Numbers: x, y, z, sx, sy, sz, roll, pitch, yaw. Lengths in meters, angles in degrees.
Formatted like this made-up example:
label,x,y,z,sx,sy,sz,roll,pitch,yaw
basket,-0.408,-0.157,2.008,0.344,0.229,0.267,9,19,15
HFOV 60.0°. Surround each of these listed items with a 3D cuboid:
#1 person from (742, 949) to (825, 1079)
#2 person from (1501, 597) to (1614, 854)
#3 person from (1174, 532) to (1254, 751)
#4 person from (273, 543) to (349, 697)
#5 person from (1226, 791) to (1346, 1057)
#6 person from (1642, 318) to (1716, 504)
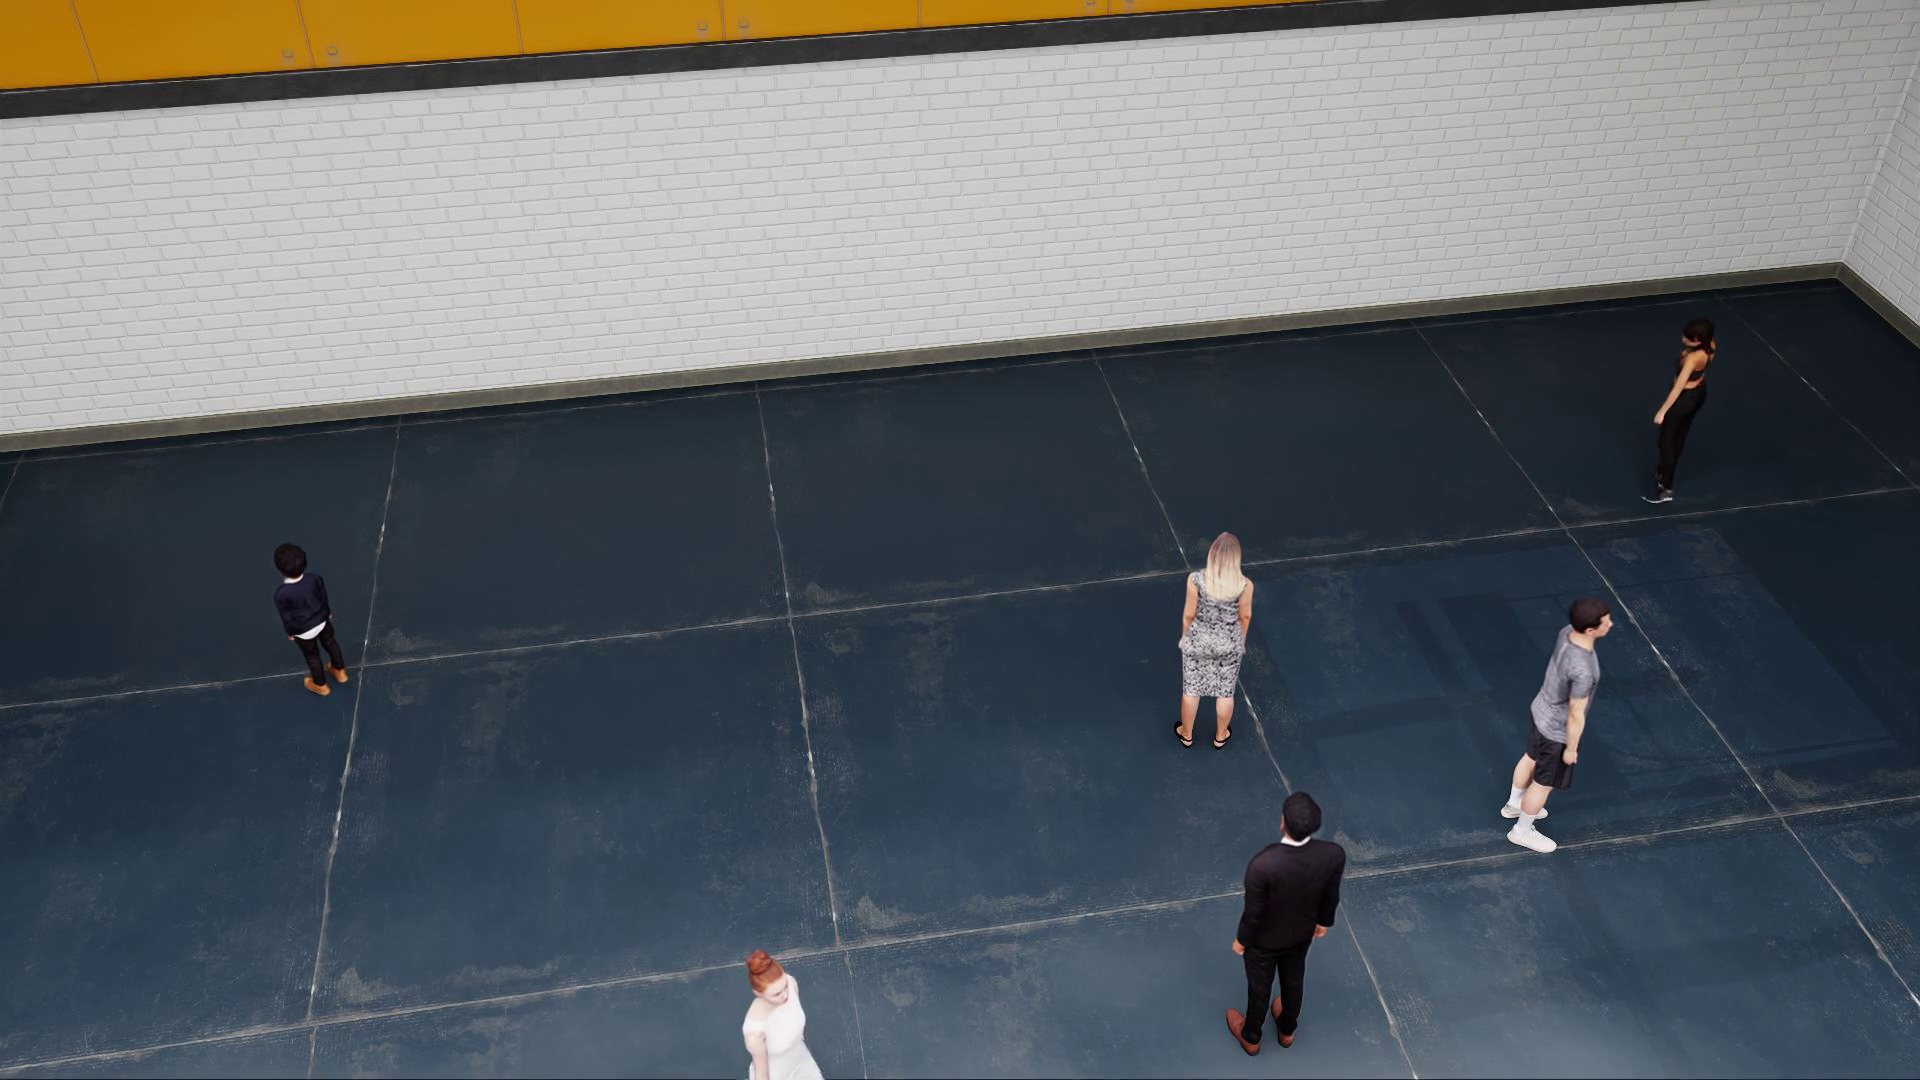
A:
label,x,y,z,sx,sy,sz,roll,pitch,yaw
person,-0.952,2.561,8.103,0.780,1.781,0.714,19,42,22
person,3.548,1.065,9.904,0.774,1.871,0.582,4,39,5
person,1.599,0.662,10.543,0.632,1.703,0.593,5,39,7
person,-4.351,0.520,11.103,0.649,1.227,0.595,27,46,29
person,1.679,2.023,8.696,0.721,1.882,0.570,-10,40,-12
person,5.590,-1.066,12.783,0.772,1.608,0.780,-20,43,-24
